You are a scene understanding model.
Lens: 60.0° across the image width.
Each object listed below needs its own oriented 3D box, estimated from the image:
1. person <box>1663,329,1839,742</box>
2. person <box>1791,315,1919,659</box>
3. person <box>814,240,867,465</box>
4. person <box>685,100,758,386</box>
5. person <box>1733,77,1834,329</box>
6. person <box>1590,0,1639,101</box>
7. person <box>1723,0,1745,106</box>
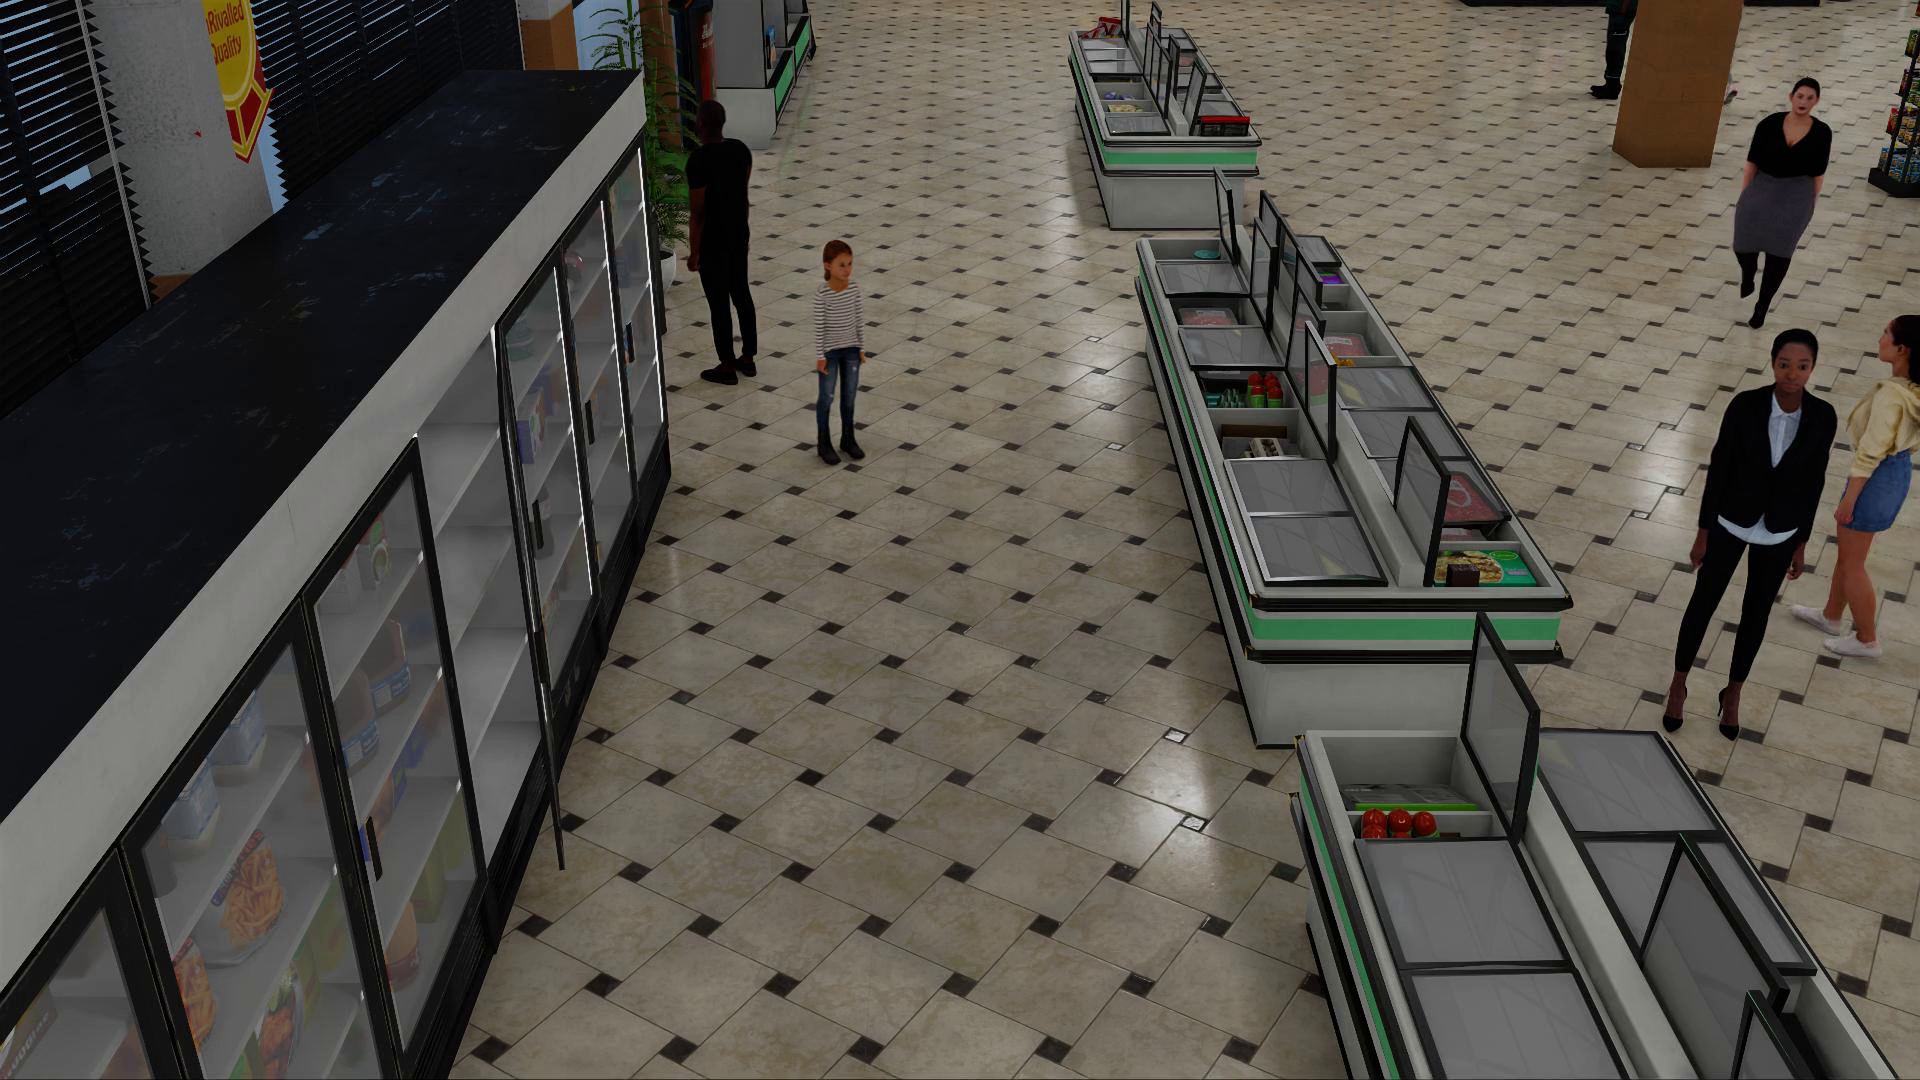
[{"bbox_3d":[3.260,0.001,6.865,0.650,1.834,0.623,9,28,17],"label":"person"},{"bbox_3d":[4.186,-0.233,7.548,0.834,1.635,0.897,-20,33,-34],"label":"person"},{"bbox_3d":[-0.707,-1.089,9.592,0.553,1.312,0.596,-15,31,-27],"label":"person"},{"bbox_3d":[-1.513,-1.893,10.617,0.807,1.819,0.730,22,34,36],"label":"person"},{"bbox_3d":[5.711,-2.361,11.627,0.866,1.742,0.949,15,30,26],"label":"person"},{"bbox_3d":[7.296,-5.819,18.338,0.818,1.839,0.653,8,28,16],"label":"person"},{"bbox_3d":[8.226,-5.426,17.825,0.751,1.601,0.856,-13,30,-25],"label":"person"}]
